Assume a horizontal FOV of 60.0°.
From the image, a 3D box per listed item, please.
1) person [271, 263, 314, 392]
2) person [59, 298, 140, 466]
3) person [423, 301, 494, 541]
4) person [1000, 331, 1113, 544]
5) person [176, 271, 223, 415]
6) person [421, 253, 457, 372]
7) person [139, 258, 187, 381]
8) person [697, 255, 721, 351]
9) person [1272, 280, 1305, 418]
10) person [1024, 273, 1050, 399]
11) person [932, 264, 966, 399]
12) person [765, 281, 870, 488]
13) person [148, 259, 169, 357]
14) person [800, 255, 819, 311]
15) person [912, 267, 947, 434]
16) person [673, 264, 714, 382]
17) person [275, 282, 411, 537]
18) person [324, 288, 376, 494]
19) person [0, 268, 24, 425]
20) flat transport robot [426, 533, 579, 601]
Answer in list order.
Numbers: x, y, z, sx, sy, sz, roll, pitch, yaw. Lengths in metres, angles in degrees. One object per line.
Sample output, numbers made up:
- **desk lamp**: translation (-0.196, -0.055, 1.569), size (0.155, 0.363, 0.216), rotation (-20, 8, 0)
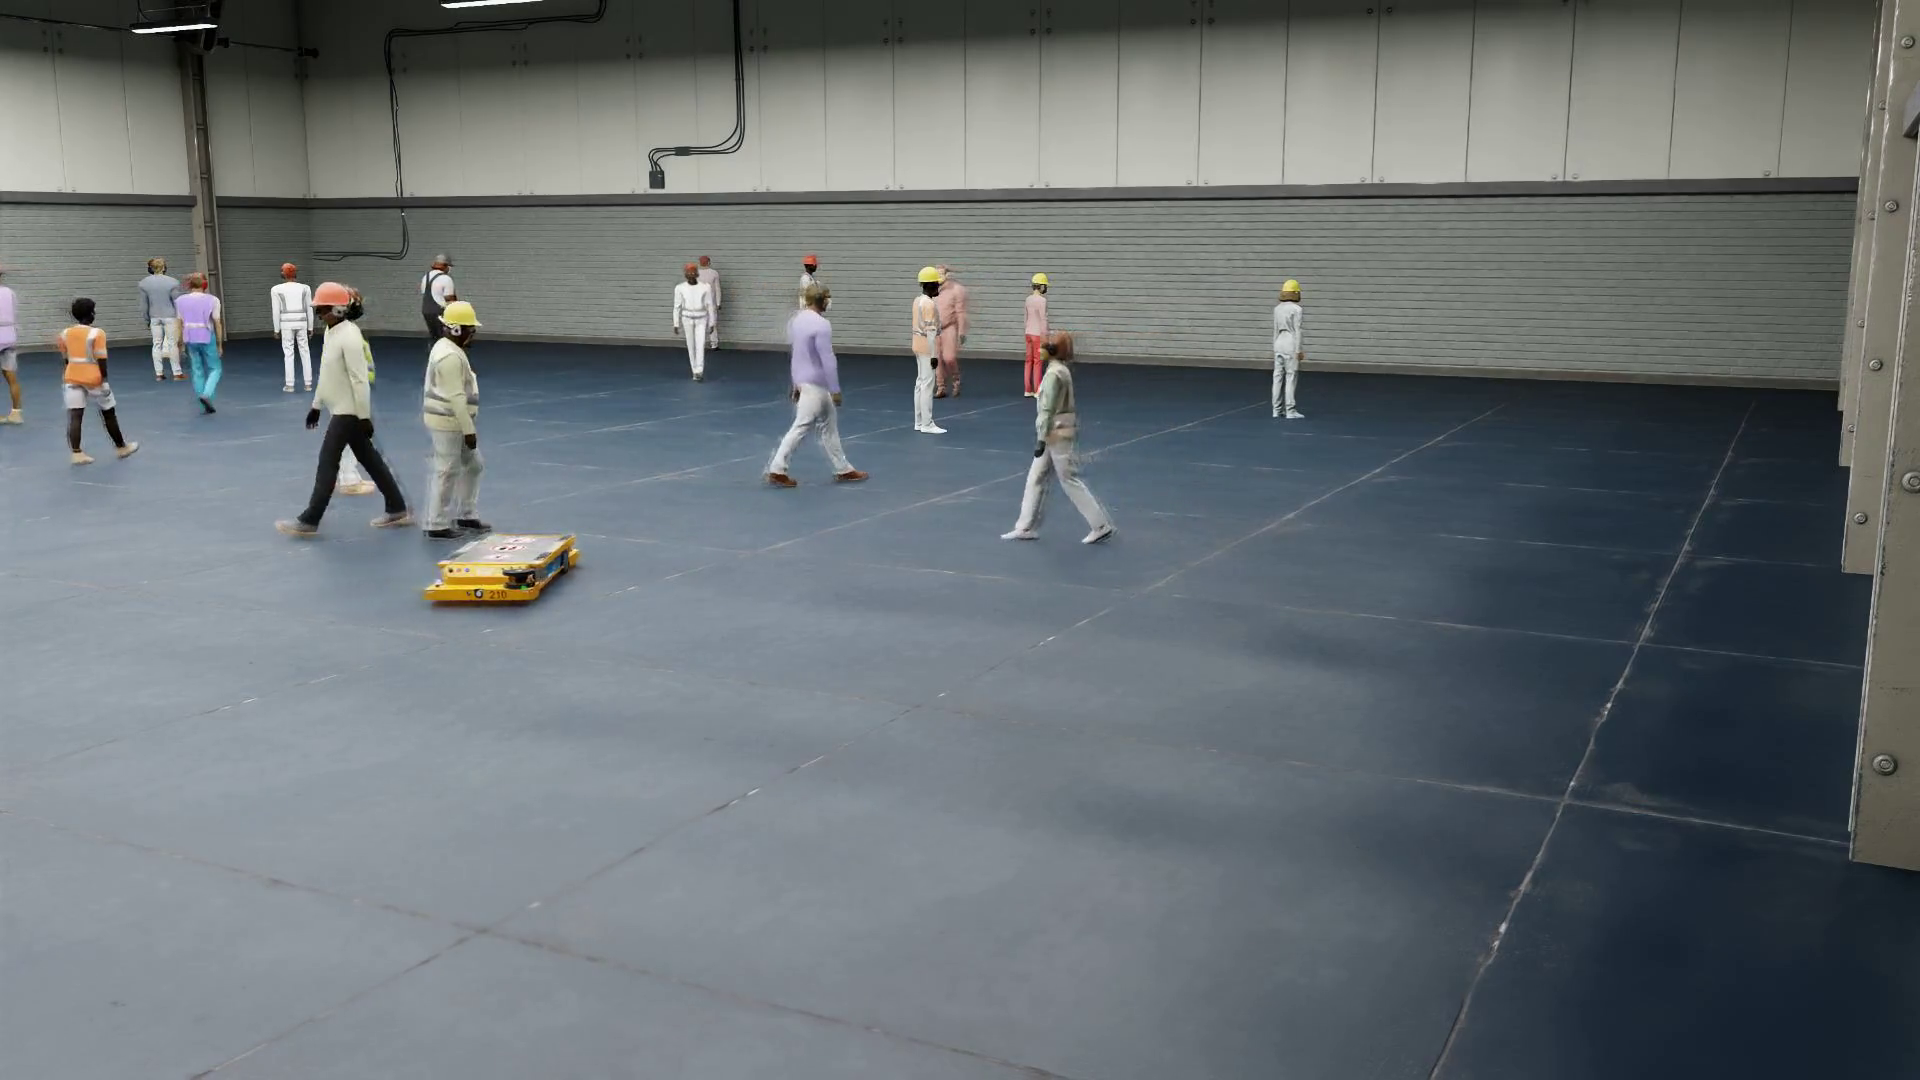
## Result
- **person**: translation (-9.826, -3.126, 24.521), size (0.574, 1.883, 0.355), rotation (-7, 13, -35)
- **person**: translation (-8.739, -1.607, 16.818), size (0.553, 1.654, 0.819), rotation (2, 11, 11)
- **person**: translation (-3.771, -0.892, 12.555), size (0.647, 1.803, 0.650), rotation (-4, 11, -19)
- **person**: translation (0.749, -0.758, 12.398), size (0.838, 1.604, 0.526), rotation (1, 10, 6)
- **person**: translation (-9.702, -2.502, 21.252), size (0.562, 1.834, 0.464), rotation (0, 10, 0)
- **person**: translation (-8.470, -3.701, 27.225), size (0.707, 2.000, 0.536), rotation (8, 13, 37)
- **person**: translation (-12.608, -3.482, 26.328), size (0.627, 1.935, 0.371), rotation (-1, 10, -3)
- **person**: translation (-5.056, -4.711, 33.099), size (0.638, 1.909, 0.408), rotation (1, 10, 3)
- **person**: translation (4.158, -2.407, 21.005), size (0.320, 1.742, 0.488), rotation (-6, 12, -29)
- **person**: translation (1.096, -2.871, 23.463), size (0.329, 1.764, 0.524), rotation (-5, 12, -27)
- **person**: translation (-0.244, -2.933, 23.432), size (0.681, 1.892, 0.424), rotation (7, 12, 32)
- **person**: translation (-1.343, -1.417, 15.208), size (1.035, 1.890, 0.651), rotation (-5, 11, -24)
- **person**: translation (-15.125, -4.367, 31.398), size (0.430, 1.845, 0.619), rotation (-6, 12, -28)
- **person**: translation (-2.779, -4.307, 30.808), size (0.377, 1.938, 0.547), rotation (0, 10, -1)
- **person**: translation (-0.368, -2.204, 19.363), size (0.364, 1.930, 0.588), rotation (-3, 11, -16)
- **person**: translation (-4.197, -3.401, 26.143), size (0.607, 1.829, 0.986), rotation (-1, 10, -4)
- **person**: translation (-4.771, -1.006, 12.830), size (1.041, 1.943, 0.614), rotation (-6, 12, -29)
- **person**: translation (-5.437, -1.326, 14.849), size (0.429, 1.835, 0.630), rotation (-3, 11, -17)
- **person**: translation (-11.698, -2.388, 20.110), size (0.527, 2.035, 0.621), rotation (2, 11, 12)
- **flat transport robot**: translation (-2.996, 0.161, 10.997), size (0.652, 0.197, 1.431), rotation (0, 10, -1)
